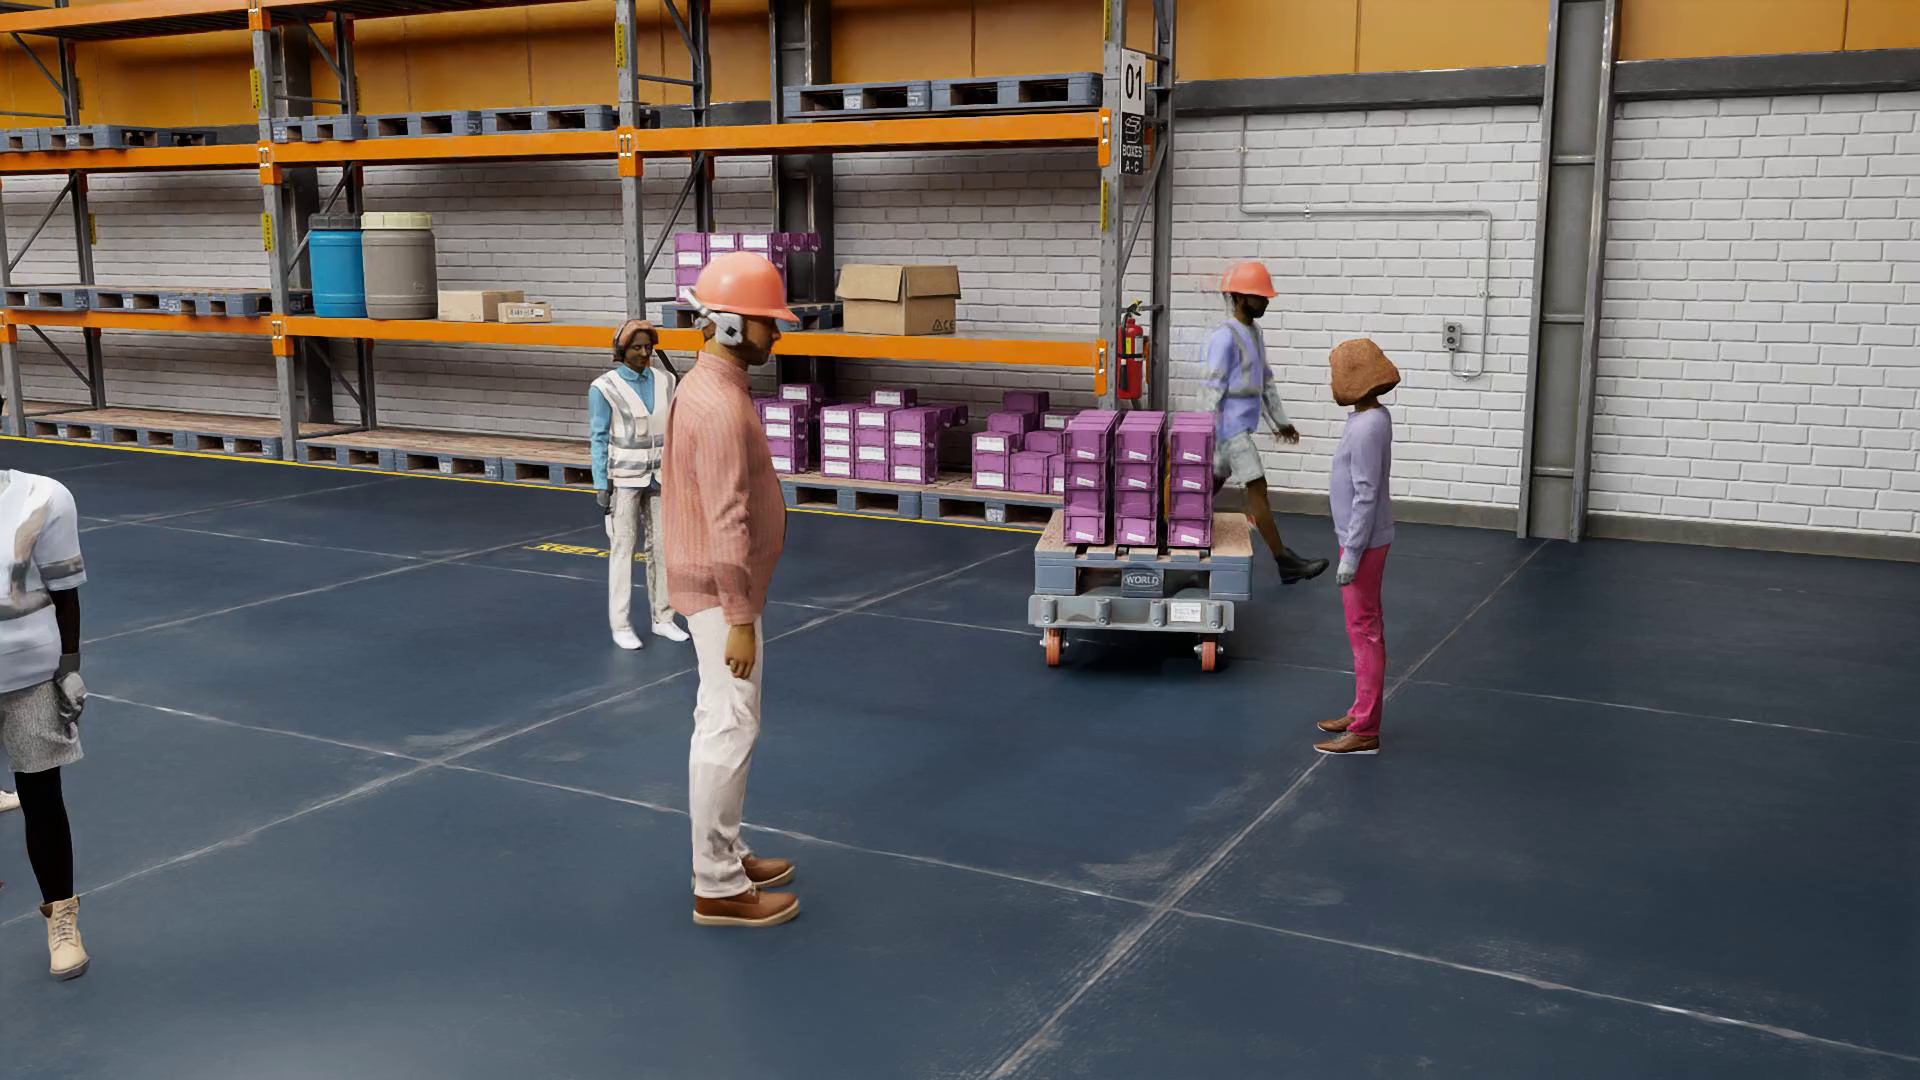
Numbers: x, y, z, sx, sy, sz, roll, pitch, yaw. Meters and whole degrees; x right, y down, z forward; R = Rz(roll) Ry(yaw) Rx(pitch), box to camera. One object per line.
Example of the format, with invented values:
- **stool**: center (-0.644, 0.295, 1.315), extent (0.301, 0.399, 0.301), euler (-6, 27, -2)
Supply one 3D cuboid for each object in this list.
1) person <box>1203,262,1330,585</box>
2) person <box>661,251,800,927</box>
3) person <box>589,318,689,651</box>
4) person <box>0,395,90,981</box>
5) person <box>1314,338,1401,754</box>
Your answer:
- **person**: center (1.664, -0.675, 9.741), extent (1.027, 1.877, 0.561), euler (4, 11, 22)
- **person**: center (-0.666, 0.153, 4.900), extent (0.403, 1.982, 0.628), euler (-2, 11, -13)
- **person**: center (-1.592, -0.277, 8.219), extent (0.312, 1.631, 0.529), euler (10, 14, 43)
- **person**: center (-2.623, 0.375, 4.464), extent (0.535, 1.697, 0.318), euler (-5, 11, -25)
- **person**: center (1.562, 0.028, 6.537), extent (0.279, 1.633, 0.498), euler (3, 11, 17)
